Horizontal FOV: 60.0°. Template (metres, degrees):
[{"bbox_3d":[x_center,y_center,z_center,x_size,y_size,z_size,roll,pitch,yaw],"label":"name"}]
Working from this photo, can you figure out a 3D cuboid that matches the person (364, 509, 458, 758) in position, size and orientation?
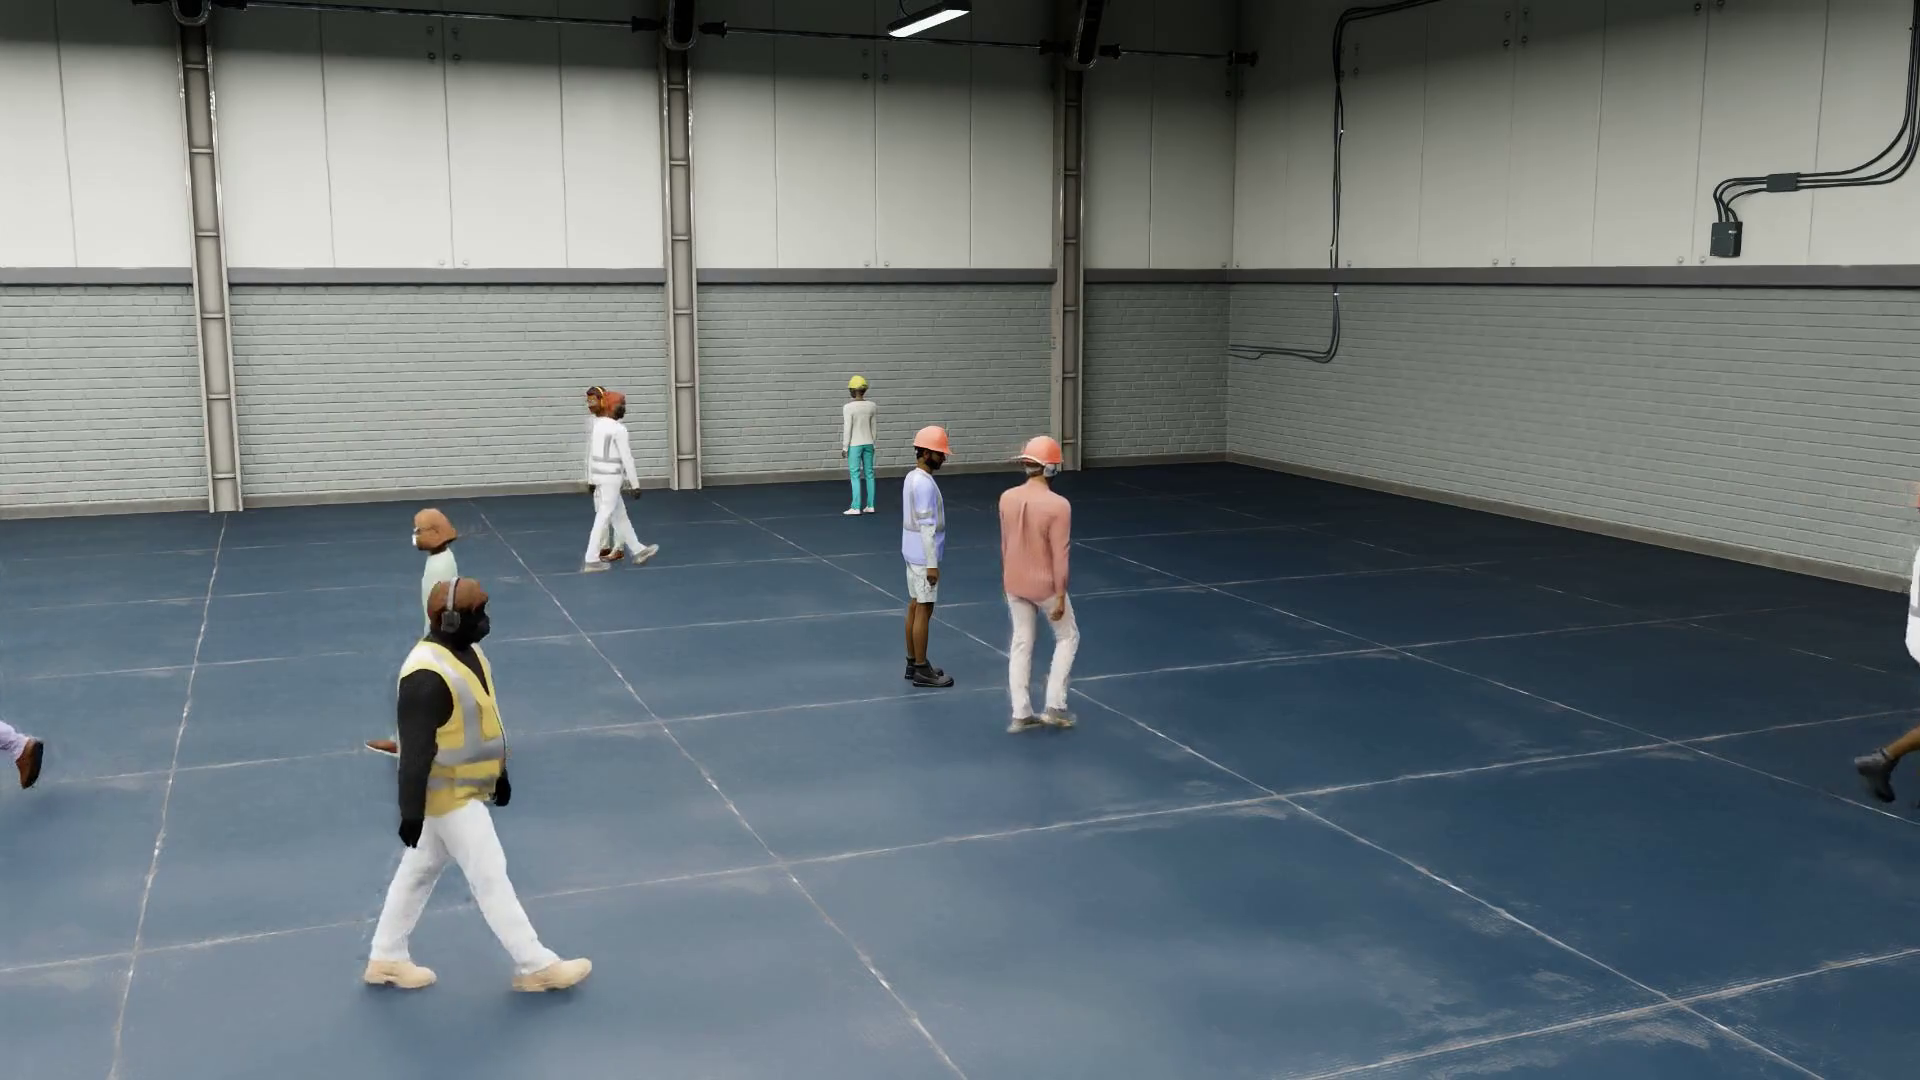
[{"bbox_3d":[-3.282,0.602,10.320,0.847,1.581,0.521,-3,10,-20],"label":"person"}]

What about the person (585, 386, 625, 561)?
[{"bbox_3d":[-3.801,-0.703,17.707,0.513,1.861,0.314,7,11,37],"label":"person"}]

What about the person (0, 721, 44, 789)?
[{"bbox_3d":[-5.665,0.609,9.365,0.672,1.888,0.656,-2,9,-14],"label":"person"}]

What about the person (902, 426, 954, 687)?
[{"bbox_3d":[-0.238,0.120,12.316,0.375,1.927,0.543,-2,9,-12],"label":"person"}]

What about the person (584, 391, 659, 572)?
[{"bbox_3d":[-3.497,-0.608,17.150,0.952,1.836,0.608,-7,12,-38],"label":"person"}]

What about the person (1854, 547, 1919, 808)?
[{"bbox_3d":[5.457,0.602,9.330,0.544,1.923,0.543,4,10,25],"label":"person"}]

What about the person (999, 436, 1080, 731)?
[{"bbox_3d":[0.545,0.291,11.091,0.620,1.979,0.560,7,11,37],"label":"person"}]

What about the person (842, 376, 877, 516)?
[{"bbox_3d":[-1.283,-1.192,21.065,0.533,1.766,0.316,-8,12,-42],"label":"person"}]

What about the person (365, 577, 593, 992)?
[{"bbox_3d":[-2.098,1.038,7.004,0.981,1.788,0.639,-1,9,-4],"label":"person"}]
